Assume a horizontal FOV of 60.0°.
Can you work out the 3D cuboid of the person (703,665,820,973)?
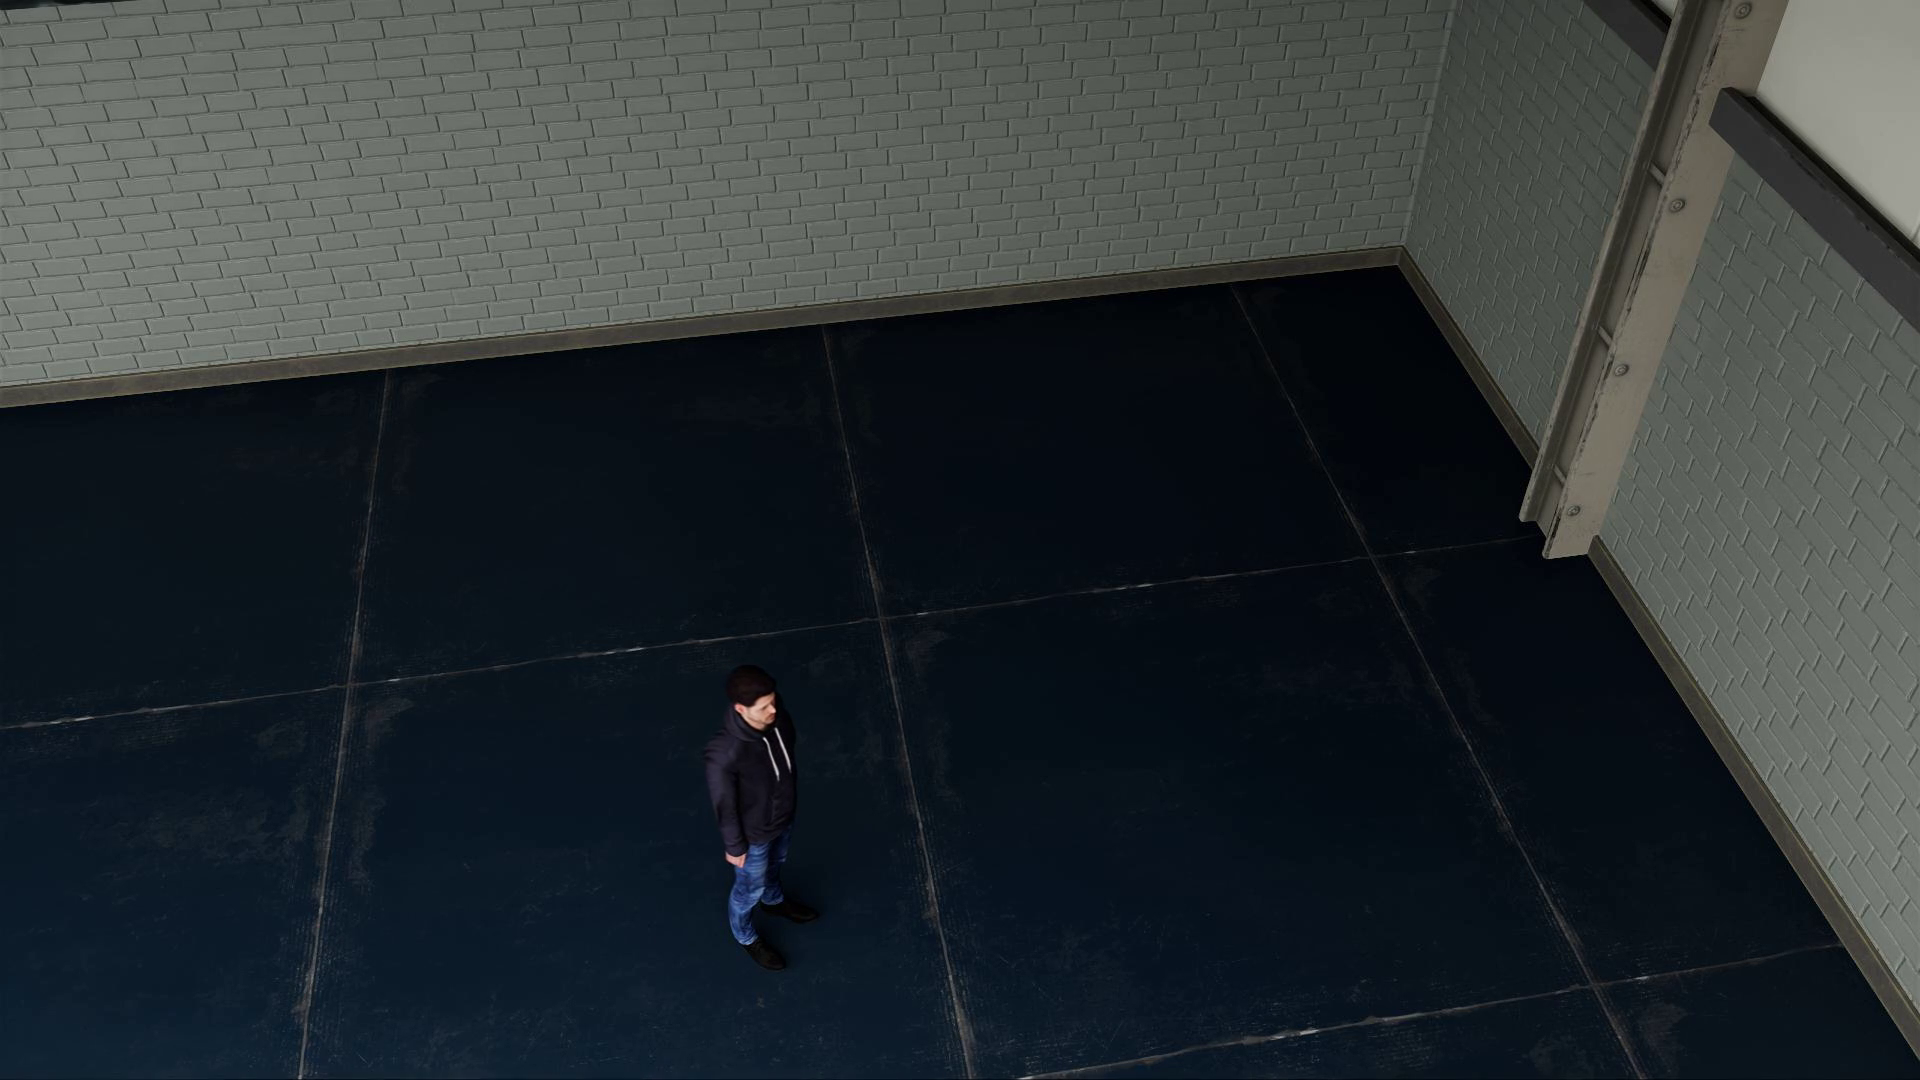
[{"bbox_3d":[-0.912,1.212,7.482,0.824,1.892,0.720,18,46,18],"label":"person"}]
